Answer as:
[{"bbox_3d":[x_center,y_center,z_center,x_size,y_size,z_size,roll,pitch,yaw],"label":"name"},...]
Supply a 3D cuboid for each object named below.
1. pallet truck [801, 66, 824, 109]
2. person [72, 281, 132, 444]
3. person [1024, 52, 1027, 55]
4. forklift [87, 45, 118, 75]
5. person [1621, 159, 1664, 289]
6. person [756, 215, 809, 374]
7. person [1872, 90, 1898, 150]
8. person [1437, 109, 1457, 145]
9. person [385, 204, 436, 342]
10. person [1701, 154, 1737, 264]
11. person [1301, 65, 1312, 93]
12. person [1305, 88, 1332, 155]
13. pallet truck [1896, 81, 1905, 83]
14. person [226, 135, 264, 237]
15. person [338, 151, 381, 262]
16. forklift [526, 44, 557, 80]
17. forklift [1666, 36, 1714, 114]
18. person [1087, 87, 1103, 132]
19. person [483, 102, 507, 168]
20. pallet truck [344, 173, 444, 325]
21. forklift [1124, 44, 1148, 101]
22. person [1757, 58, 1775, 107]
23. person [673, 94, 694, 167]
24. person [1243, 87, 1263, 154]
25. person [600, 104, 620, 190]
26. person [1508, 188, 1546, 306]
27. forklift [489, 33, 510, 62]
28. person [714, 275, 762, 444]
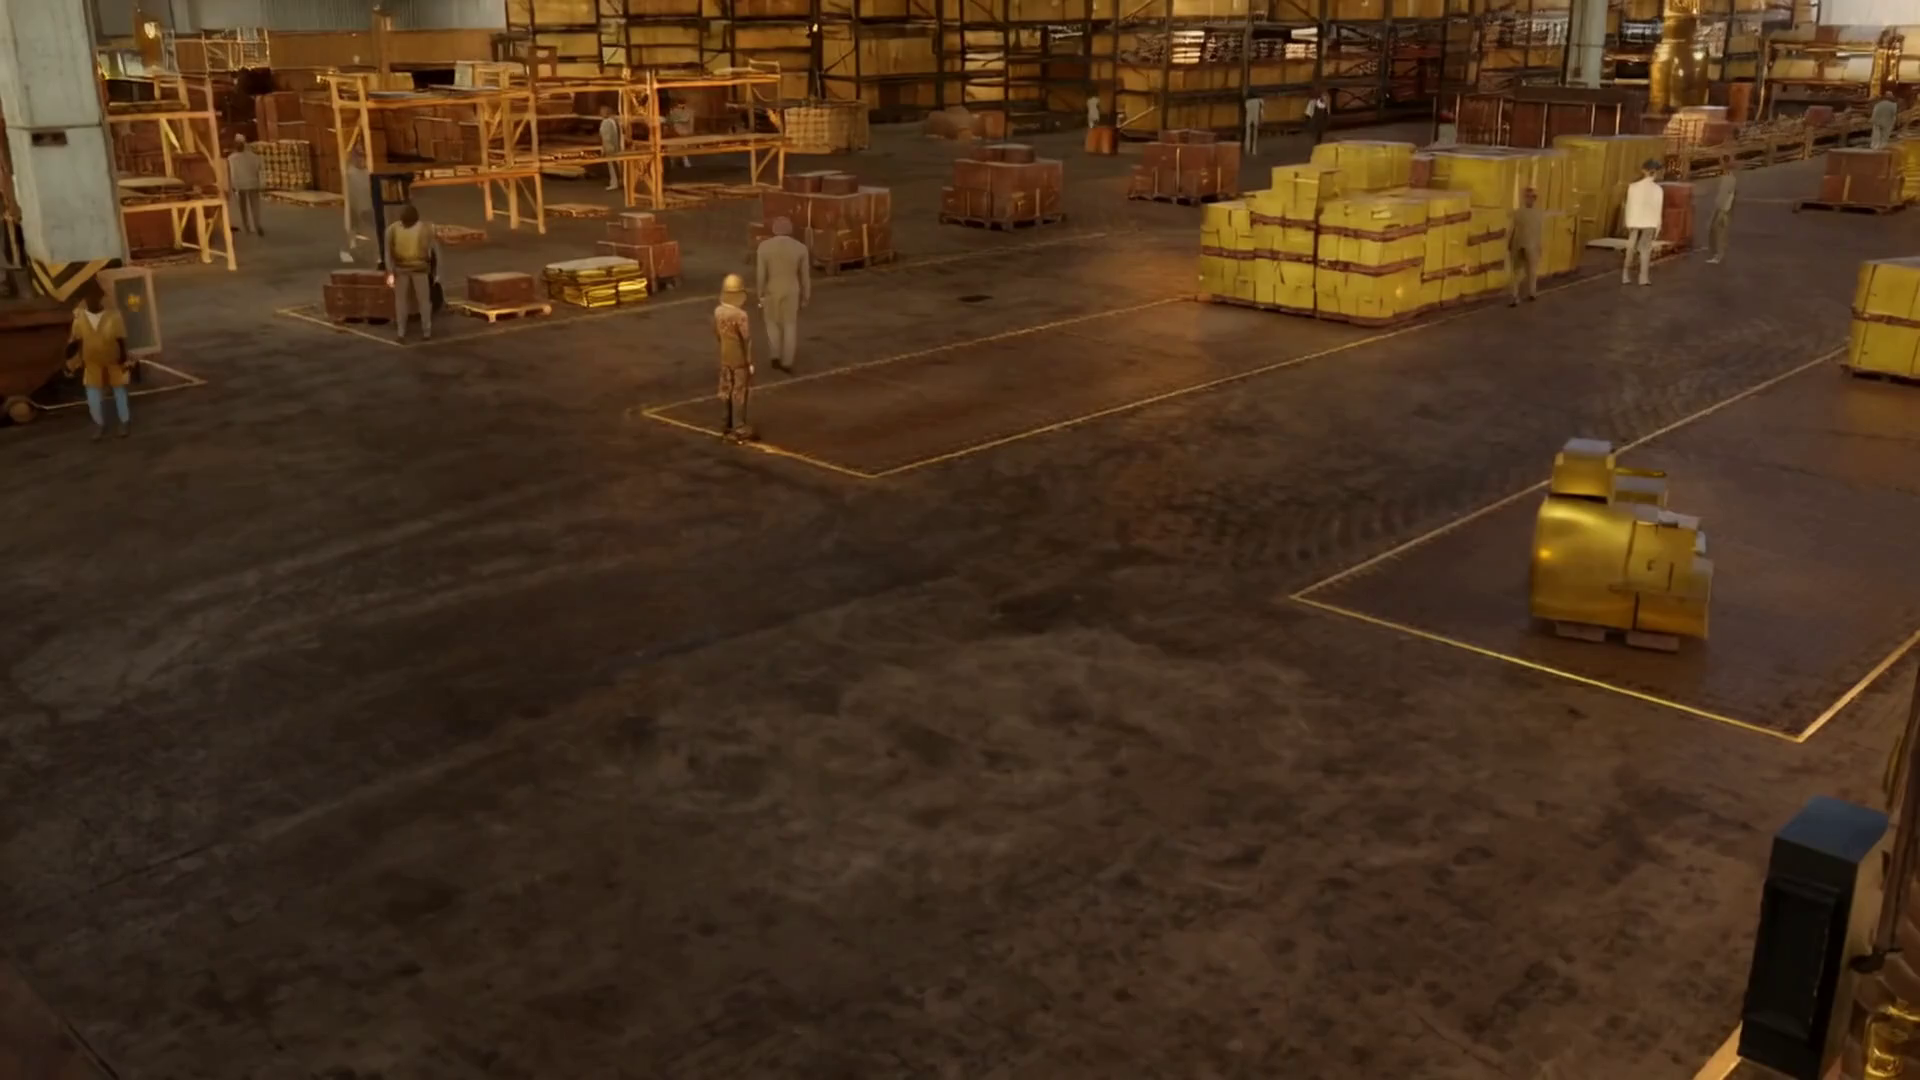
[{"bbox_3d":[-4.812,-15.182,56.903,0.823,1.965,1.885,-9,21,-26],"label":"pallet truck"},{"bbox_3d":[-8.848,-1.821,17.148,0.538,1.675,0.628,-2,19,-7],"label":"person"},{"bbox_3d":[3.054,-22.006,77.658,0.592,1.883,0.982,-11,21,-30],"label":"person"},{"bbox_3d":[-26.944,-14.161,52.447,1.873,2.768,1.129,6,19,18],"label":"forklift"},{"bbox_3d":[10.720,-4.951,26.080,0.383,1.993,0.622,-13,23,-35],"label":"person"},{"bbox_3d":[-2.185,-3.036,20.428,0.663,1.914,0.783,-4,19,-13],"label":"person"},{"bbox_3d":[25.956,-11.706,46.717,0.602,1.810,0.654,15,24,38],"label":"person"},{"bbox_3d":[11.280,-8.981,38.410,0.565,1.877,0.958,-7,20,-20],"label":"person"},{"bbox_3d":[-7.308,-3.559,22.158,0.631,1.829,0.431,-3,19,-9],"label":"person"},{"bbox_3d":[12.916,-5.617,28.300,0.494,1.857,0.552,-1,18,-2],"label":"person"},{"bbox_3d":[14.366,-19.031,69.135,0.507,1.593,0.850,-6,19,-18],"label":"person"},{"bbox_3d":[9.651,-11.098,44.530,0.697,2.000,0.858,-5,19,-16],"label":"person"},{"bbox_3d":[34.802,-16.331,61.455,0.653,1.274,1.630,17,25,41],"label":"pallet truck"},{"bbox_3d":[-13.554,-6.730,31.605,0.603,1.900,0.871,-9,20,-25],"label":"person"},{"bbox_3d":[-10.290,-5.706,28.527,0.999,1.904,0.644,7,19,19],"label":"person"},{"bbox_3d":[-13.211,-14.325,52.942,1.873,2.768,1.129,17,25,41],"label":"forklift"},{"bbox_3d":[27.341,-17.291,61.877,1.129,2.768,1.873,17,25,41],"label":"forklift"},{"bbox_3d":[4.127,-12.846,50.369,0.552,1.663,0.746,14,23,35],"label":"person"},{"bbox_3d":[-11.555,-9.998,41.406,0.593,1.920,0.392,-1,18,-3],"label":"person"},{"bbox_3d":[-8.209,-4.181,23.757,0.823,1.965,1.885,3,19,9],"label":"pallet truck"},{"bbox_3d":[6.238,-14.581,53.712,1.129,2.768,1.873,17,25,41],"label":"forklift"},{"bbox_3d":[32.261,-18.265,66.370,1.012,1.884,0.651,-10,21,-28],"label":"person"},{"bbox_3d":[-7.284,-10.794,43.851,0.556,1.902,0.564,-11,21,-30],"label":"person"},{"bbox_3d":[8.322,-11.897,47.213,0.535,1.864,0.309,3,19,8],"label":"person"},{"bbox_3d":[-8.174,-9.169,38.847,0.376,1.959,0.603,2,18,6],"label":"person"},{"bbox_3d":[8.405,-4.356,24.732,0.538,1.707,0.943,12,22,31],"label":"person"},{"bbox_3d":[-18.263,-18.719,66.179,1.129,2.768,1.873,17,25,42],"label":"forklift"},{"bbox_3d":[-2.311,-1.865,17.179,0.484,1.744,0.294,13,23,35],"label":"person"}]
